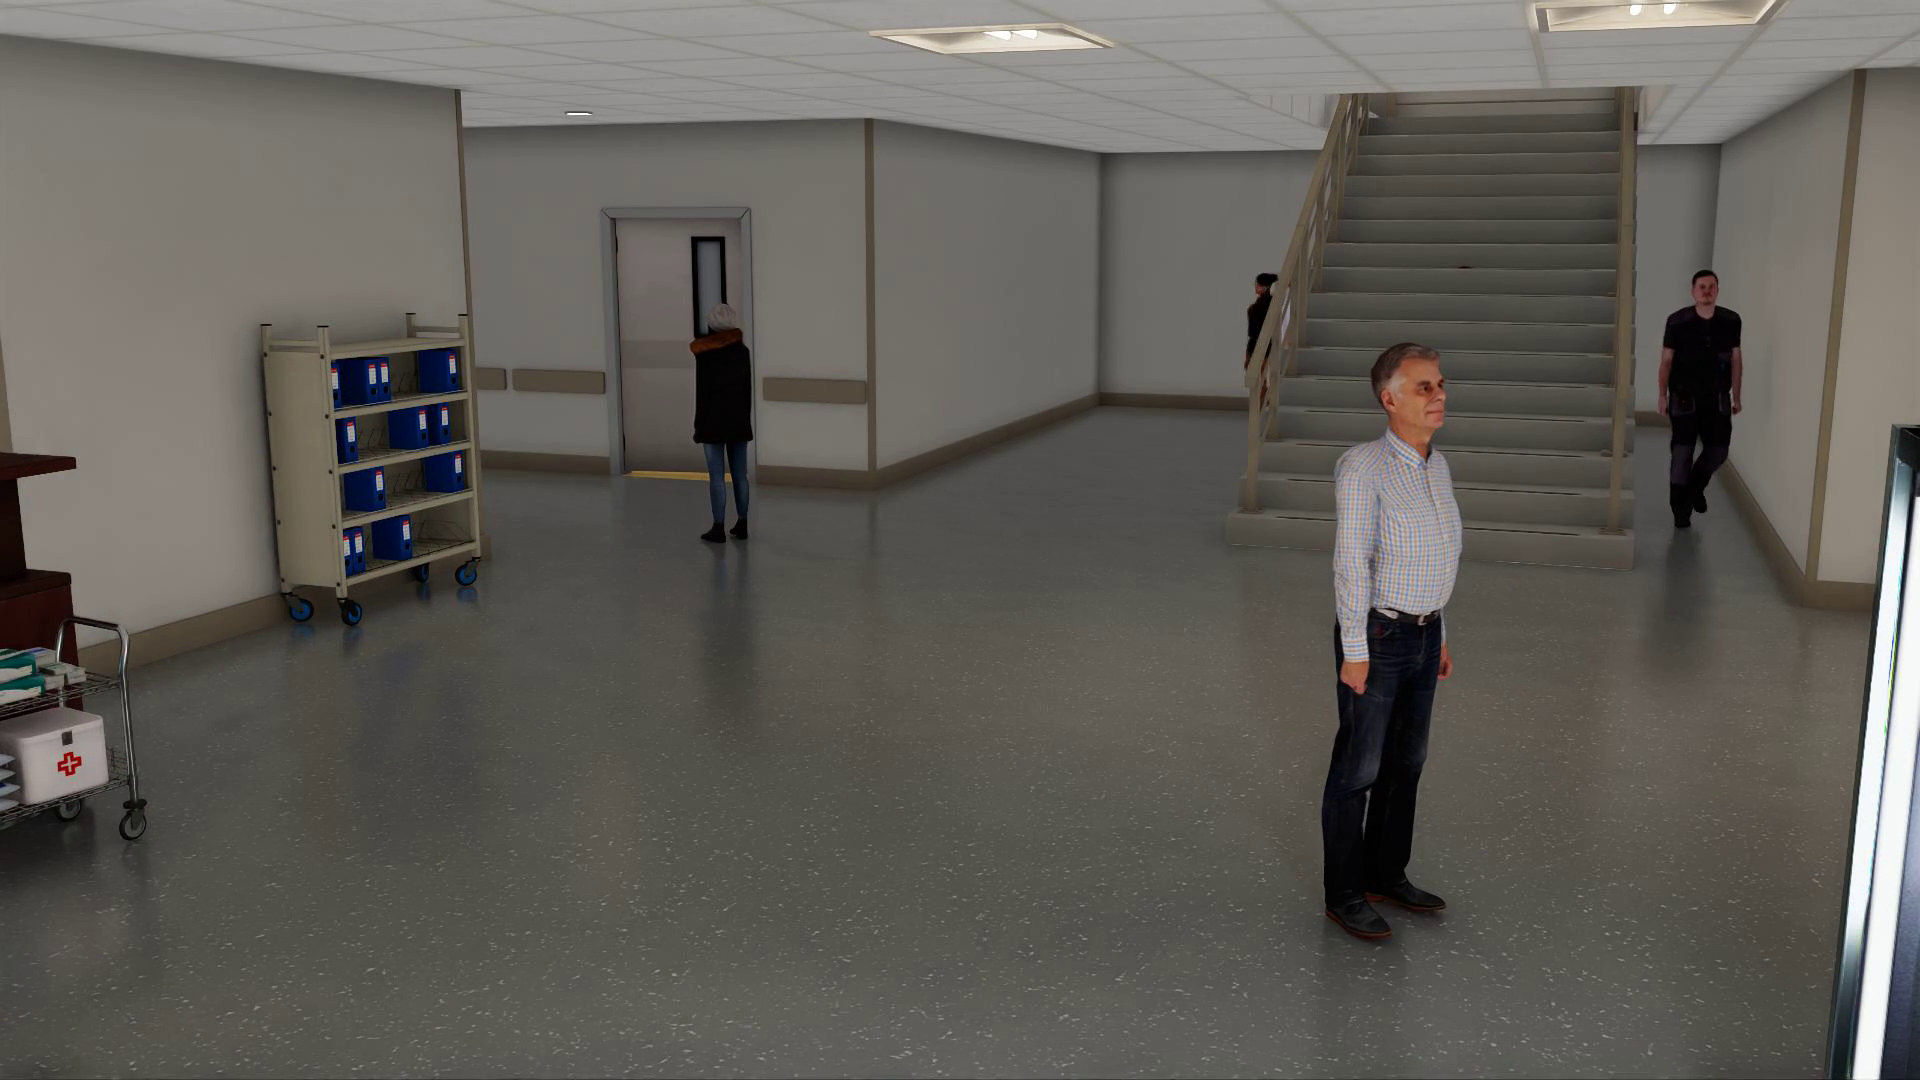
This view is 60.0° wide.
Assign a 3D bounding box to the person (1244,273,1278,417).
[{"bbox_3d":[3.457,-2.179,18.719,0.810,1.617,0.732,0,11,-2],"label":"person"}]

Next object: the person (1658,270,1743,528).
[{"bbox_3d":[5.340,-1.027,12.058,0.805,1.837,0.871,2,11,10],"label":"person"}]

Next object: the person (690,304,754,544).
[{"bbox_3d":[-1.624,-0.810,11.458,0.711,1.634,0.801,-9,14,-39],"label":"person"}]

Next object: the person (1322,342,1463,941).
[{"bbox_3d":[1.335,0.292,5.154,0.689,1.820,0.800,-8,13,-37],"label":"person"}]
